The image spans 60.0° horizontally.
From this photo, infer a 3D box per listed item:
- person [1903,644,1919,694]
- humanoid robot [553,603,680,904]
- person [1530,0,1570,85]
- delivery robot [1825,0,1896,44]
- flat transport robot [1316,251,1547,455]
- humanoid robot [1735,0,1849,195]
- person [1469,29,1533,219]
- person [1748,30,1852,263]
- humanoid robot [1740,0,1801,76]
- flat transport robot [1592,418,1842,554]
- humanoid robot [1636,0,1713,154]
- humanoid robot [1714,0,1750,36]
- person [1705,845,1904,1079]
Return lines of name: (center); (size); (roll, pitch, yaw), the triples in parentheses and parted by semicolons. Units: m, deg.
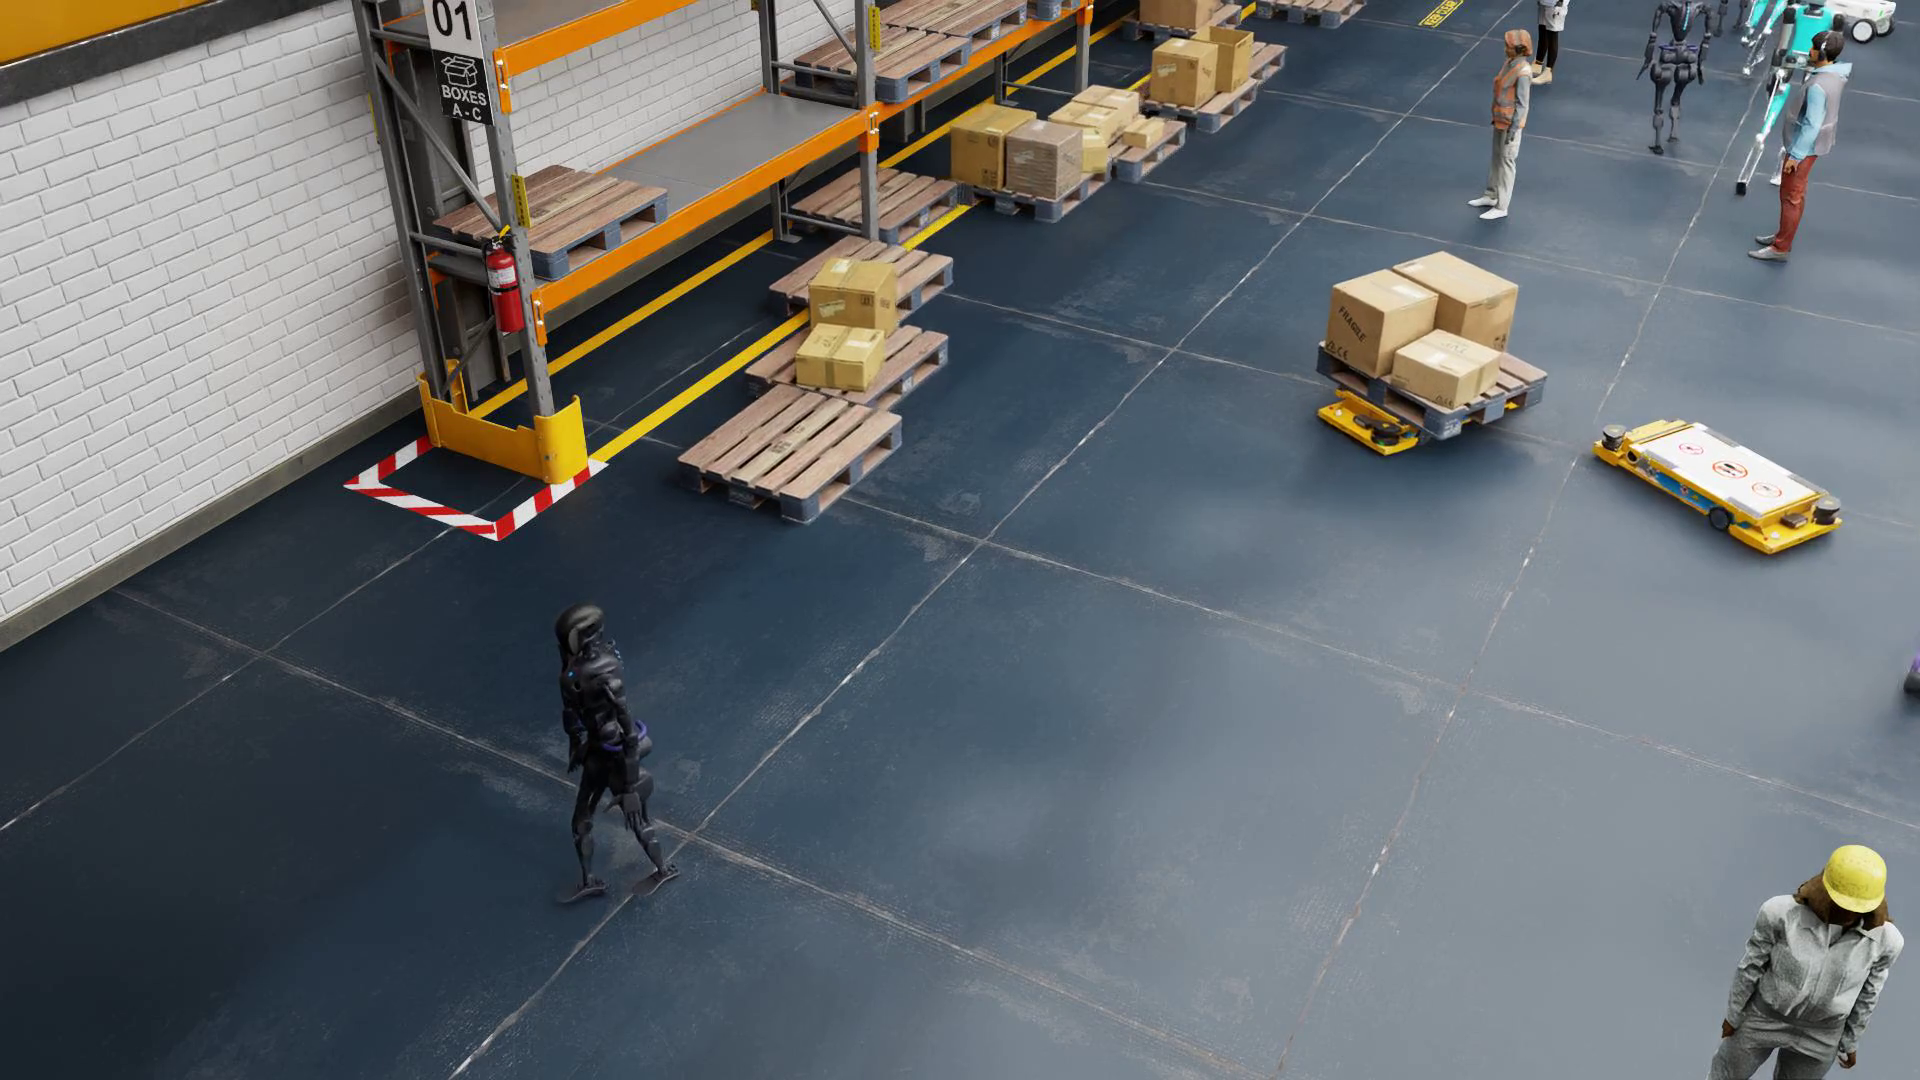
person: (5.281, 0.102, 8.580); (0.471, 1.823, 0.618); (0, 33, 0)
humanoid robot: (-1.591, 0.997, 7.376); (0.618, 1.641, 0.589); (-27, 42, -35)
person: (6.180, -5.628, 17.366); (0.322, 1.696, 0.534); (-2, 34, -3)
delivery robot: (10.268, -6.000, 18.984); (0.520, 0.614, 0.785); (-23, 40, -31)
flat transport robot: (3.262, -0.984, 11.637); (1.431, 0.231, 0.659); (-20, 38, -27)
humanoid robot: (7.315, -3.929, 14.794); (0.554, 1.812, 0.929); (28, 43, 35)
person: (4.706, -3.577, 14.315); (0.313, 1.639, 0.514); (0, 33, 1)
person: (6.854, -3.181, 13.500); (0.408, 1.876, 0.544); (20, 38, 27)
humanoid robot: (8.499, -5.688, 17.457); (0.538, 1.756, 1.009); (26, 41, 34)
flat transport robot: (4.877, -0.397, 10.748); (0.659, 0.231, 1.431); (-17, 37, -24)
humanoid robot: (6.742, -4.490, 15.678); (0.612, 1.641, 0.416); (4, 34, 6)
humanoid robot: (8.872, -6.581, 18.839); (0.608, 1.639, 0.581); (17, 37, 24)
person: (3.062, 1.798, 6.119); (0.484, 1.712, 0.293); (9, 35, 14)
